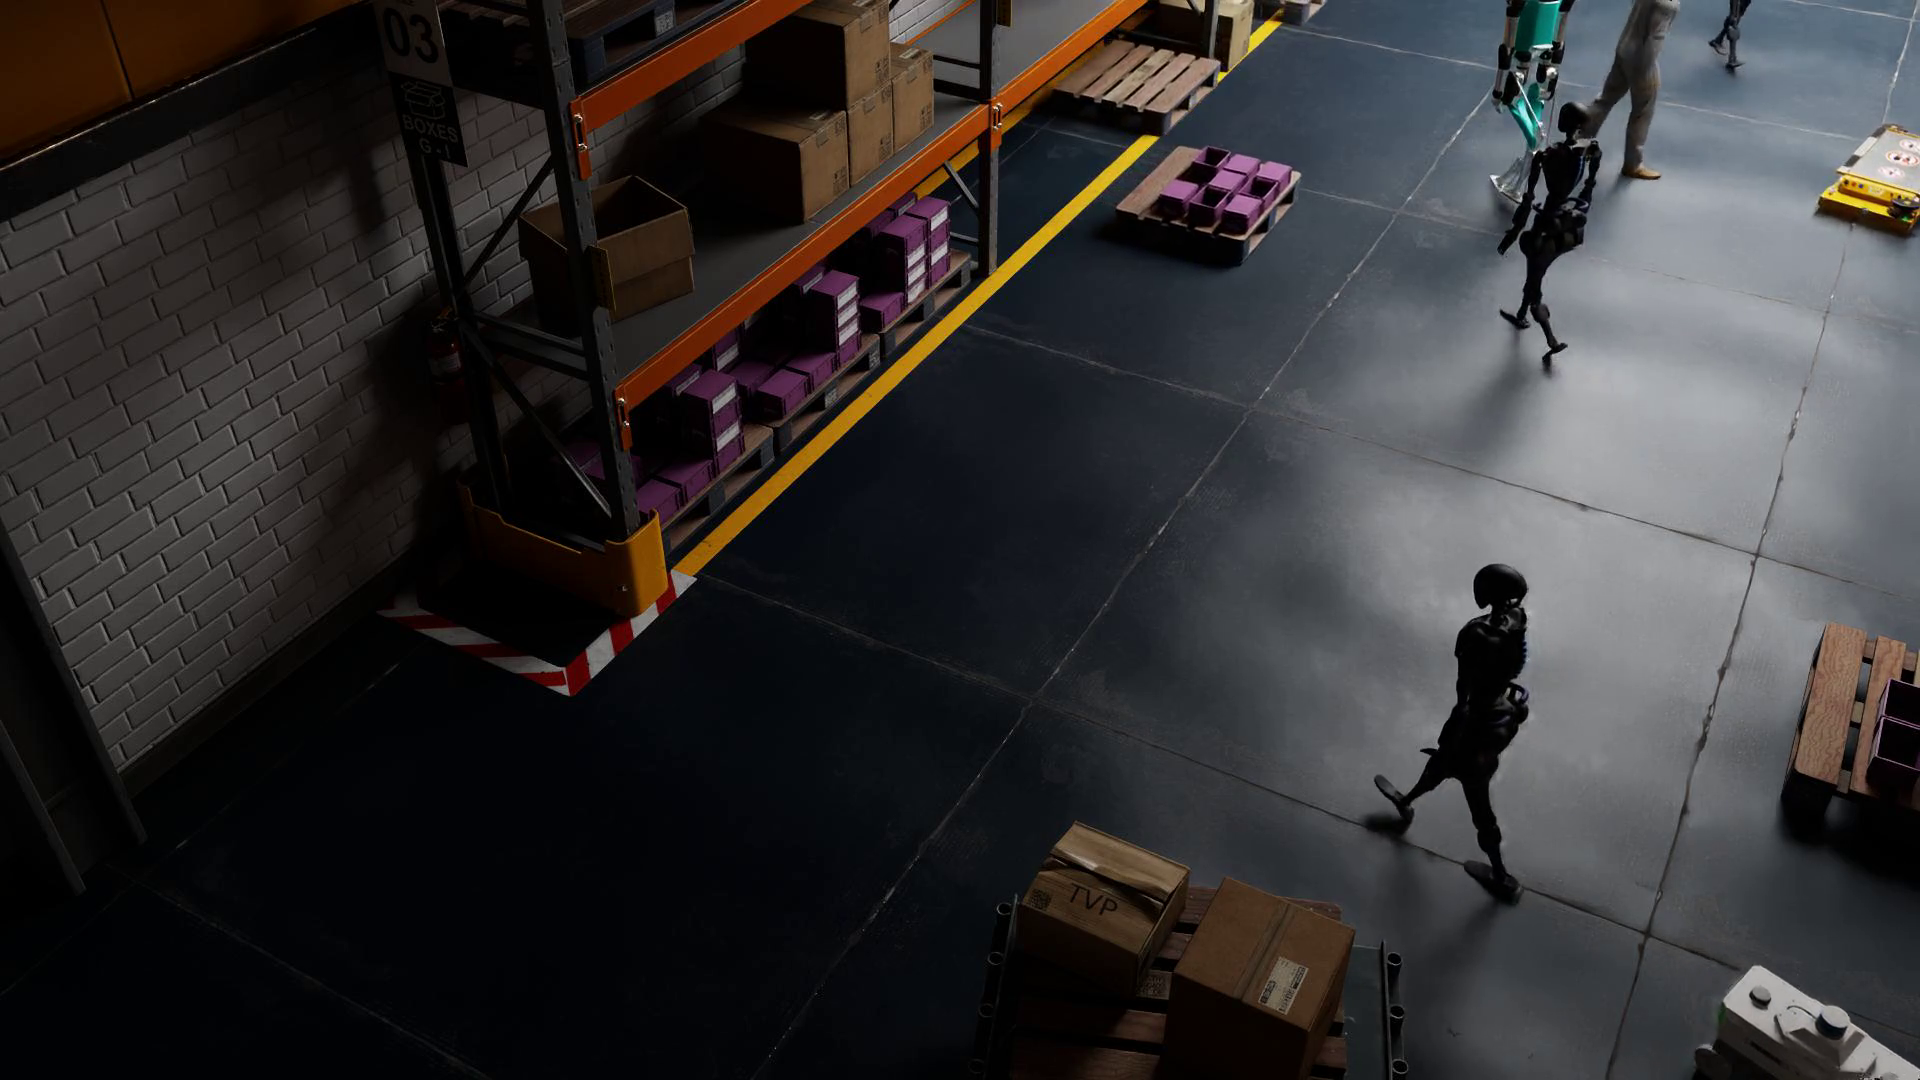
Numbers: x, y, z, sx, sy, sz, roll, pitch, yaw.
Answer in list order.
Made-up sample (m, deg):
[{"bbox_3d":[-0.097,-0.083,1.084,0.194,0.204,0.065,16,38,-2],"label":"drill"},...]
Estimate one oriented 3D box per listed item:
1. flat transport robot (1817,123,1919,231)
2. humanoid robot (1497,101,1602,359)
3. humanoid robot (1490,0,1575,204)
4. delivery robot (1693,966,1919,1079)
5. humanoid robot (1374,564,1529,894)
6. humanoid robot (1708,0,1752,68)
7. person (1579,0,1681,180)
[{"bbox_3d":[7.144,-2.784,12.699,0.659,0.231,1.431,28,46,30],"label":"flat transport robot"},{"bbox_3d":[3.810,-1.967,10.593,0.601,1.647,0.740,-14,41,-17],"label":"humanoid robot"},{"bbox_3d":[4.195,-3.202,12.065,0.551,1.792,0.849,-12,40,-15],"label":"humanoid robot"},{"bbox_3d":[3.319,2.044,6.444,0.499,0.606,0.794,-29,47,-31],"label":"delivery robot"},{"bbox_3d":[2.203,0.794,7.138,0.800,1.619,0.586,27,46,30],"label":"humanoid robot"},{"bbox_3d":[6.808,-4.875,14.214,0.608,1.631,0.744,-6,39,-7],"label":"humanoid robot"},{"bbox_3d":[5.115,-3.634,12.508,0.657,1.859,0.584,0,39,0],"label":"person"}]
